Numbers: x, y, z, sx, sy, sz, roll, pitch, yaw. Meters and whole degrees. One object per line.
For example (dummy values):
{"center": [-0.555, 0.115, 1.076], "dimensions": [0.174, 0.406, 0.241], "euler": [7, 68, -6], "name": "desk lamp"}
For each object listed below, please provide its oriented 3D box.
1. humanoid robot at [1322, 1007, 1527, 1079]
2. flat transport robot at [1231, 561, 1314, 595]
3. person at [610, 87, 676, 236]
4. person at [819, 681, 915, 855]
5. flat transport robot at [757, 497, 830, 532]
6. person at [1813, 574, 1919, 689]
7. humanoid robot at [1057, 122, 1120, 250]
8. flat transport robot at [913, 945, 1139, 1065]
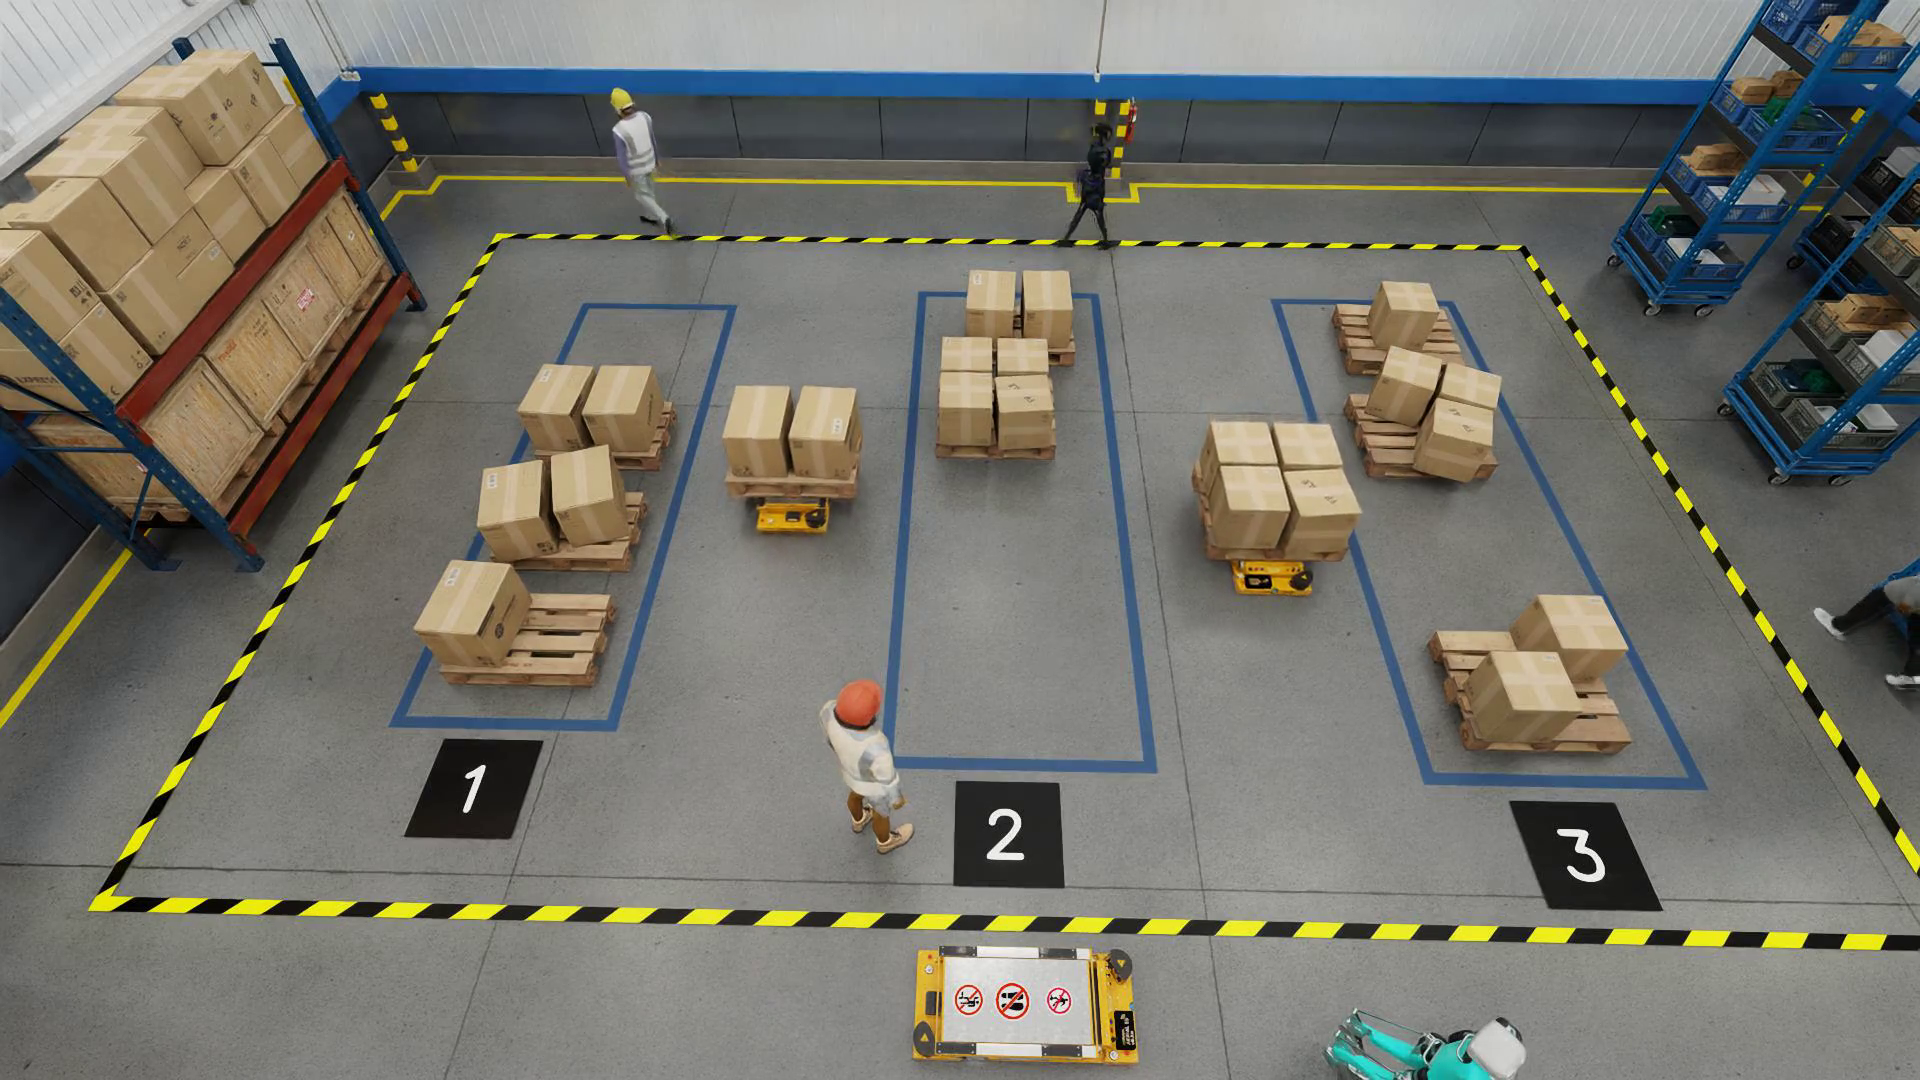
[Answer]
{"center": [2.442, 2.846, 5.132], "dimensions": [0.533, 1.677, 0.735], "euler": [-35, 59, -25], "name": "humanoid robot"}
{"center": [2.813, -0.118, 8.564], "dimensions": [0.652, 0.197, 1.431], "euler": [1, 51, 1], "name": "flat transport robot"}
{"center": [-3.892, -4.601, 11.240], "dimensions": [0.696, 1.811, 0.597], "euler": [25, 55, 19], "name": "person"}
{"center": [-0.598, 1.524, 6.100], "dimensions": [0.613, 2.042, 0.372], "euler": [36, 59, 25], "name": "person"}
{"center": [-1.572, -0.686, 9.027], "dimensions": [0.652, 0.197, 1.431], "euler": [1, 51, 1], "name": "flat transport robot"}
{"center": [7.668, 0.415, 7.148], "dimensions": [0.591, 1.817, 0.860], "euler": [-1, 51, 0], "name": "person"}
{"center": [1.613, -4.254, 11.082], "dimensions": [0.792, 1.635, 0.588], "euler": [-7, 51, -6], "name": "humanoid robot"}
{"center": [0.422, 3.041, 6.007], "dimensions": [1.431, 0.231, 0.659], "euler": [1, 51, 1], "name": "flat transport robot"}
